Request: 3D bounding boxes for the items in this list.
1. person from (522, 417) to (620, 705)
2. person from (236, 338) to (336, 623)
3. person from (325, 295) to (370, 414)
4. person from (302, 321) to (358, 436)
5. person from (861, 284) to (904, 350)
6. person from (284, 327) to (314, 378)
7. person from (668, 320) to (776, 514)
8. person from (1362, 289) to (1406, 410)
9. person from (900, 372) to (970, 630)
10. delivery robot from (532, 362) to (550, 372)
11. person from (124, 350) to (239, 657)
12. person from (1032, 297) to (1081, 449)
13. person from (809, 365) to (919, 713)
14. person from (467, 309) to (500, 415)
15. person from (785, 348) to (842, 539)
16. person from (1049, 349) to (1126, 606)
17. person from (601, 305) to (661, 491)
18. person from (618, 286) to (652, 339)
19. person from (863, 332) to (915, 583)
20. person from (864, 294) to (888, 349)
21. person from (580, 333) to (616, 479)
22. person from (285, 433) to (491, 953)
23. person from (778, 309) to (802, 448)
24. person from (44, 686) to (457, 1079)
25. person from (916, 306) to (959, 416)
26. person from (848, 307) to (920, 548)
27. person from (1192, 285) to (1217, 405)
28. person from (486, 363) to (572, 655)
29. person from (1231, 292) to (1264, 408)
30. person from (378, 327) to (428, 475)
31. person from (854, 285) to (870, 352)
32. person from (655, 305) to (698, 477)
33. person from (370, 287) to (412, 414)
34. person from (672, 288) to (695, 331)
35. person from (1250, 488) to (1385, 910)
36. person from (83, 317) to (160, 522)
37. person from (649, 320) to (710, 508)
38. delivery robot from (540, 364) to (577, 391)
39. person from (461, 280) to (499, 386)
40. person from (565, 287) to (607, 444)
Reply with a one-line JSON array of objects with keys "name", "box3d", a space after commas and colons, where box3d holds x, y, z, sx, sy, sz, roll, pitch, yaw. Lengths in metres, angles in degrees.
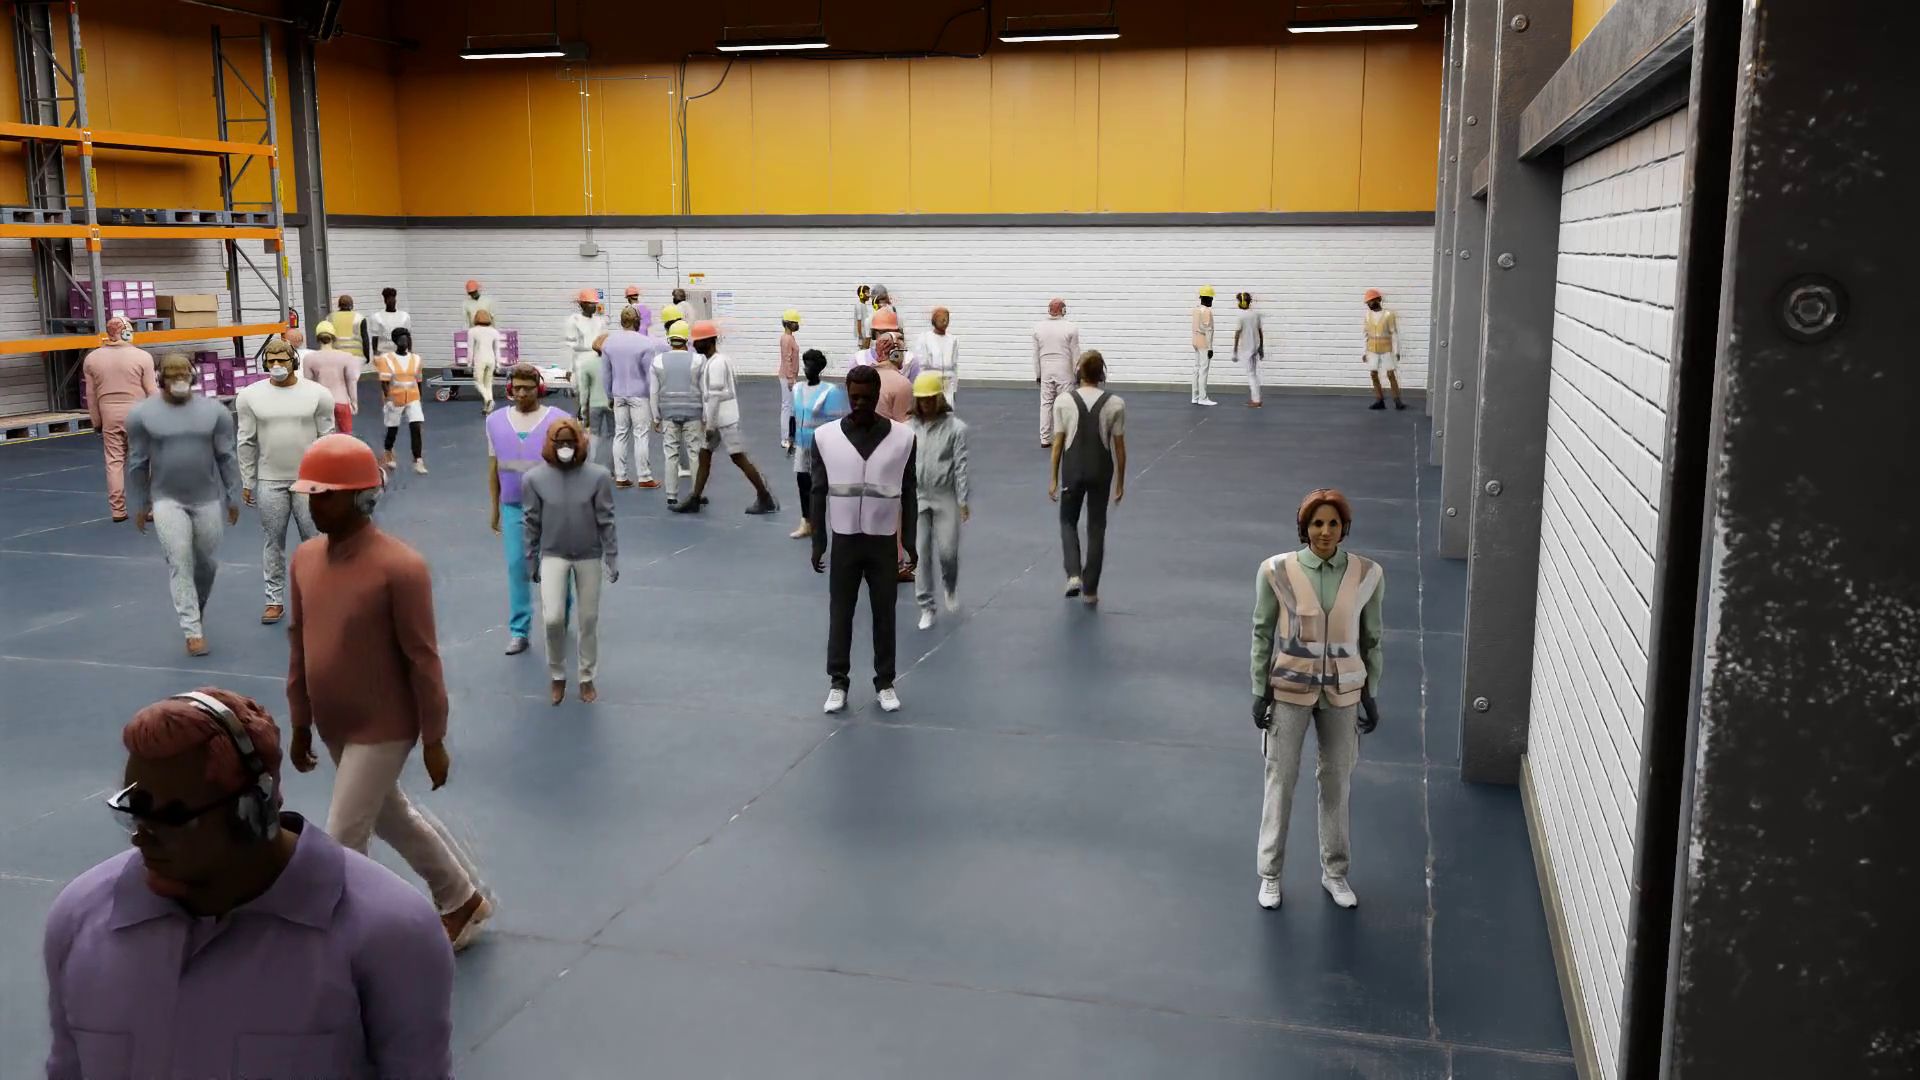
[{"name": "person", "box3d": [-2.155, 0.125, 9.248, 0.509, 1.618, 0.449, -3, 10, -14]}, {"name": "person", "box3d": [-4.557, -0.401, 11.309, 0.635, 1.937, 0.352, -3, 10, -17]}, {"name": "person", "box3d": [-9.379, -2.849, 25.573, 0.626, 1.793, 0.942, -1, 10, -7]}, {"name": "person", "box3d": [-6.772, -1.477, 17.901, 0.544, 1.753, 0.364, -3, 11, -18]}, {"name": "person", "box3d": [-1.237, -2.841, 24.839, 1.003, 2.000, 0.703, 7, 12, 35]}, {"name": "person", "box3d": [-7.634, -1.640, 19.200, 0.520, 1.620, 0.550, -3, 10, -15]}, {"name": "person", "box3d": [-2.254, -1.159, 15.841, 1.016, 1.870, 0.579, -2, 10, -12]}, {"name": "person", "box3d": [6.620, -2.953, 25.927, 0.752, 1.881, 0.438, 9, 13, 41]}, {"name": "person", "box3d": [-0.173, -0.275, 11.175, 0.506, 1.726, 0.445, 1, 10, 7]}, {"name": "delivery robot", "box3d": [-7.332, -2.832, 28.724, 0.477, 0.478, 0.707, 5, 11, 25]}, {"name": "person", "box3d": [-4.942, -0.260, 10.610, 0.635, 1.913, 0.859, -6, 12, -32]}, {"name": "person", "box3d": [1.241, -2.109, 21.059, 0.643, 1.913, 0.410, 5, 11, 24]}, {"name": "person", "box3d": [-0.527, -0.008, 9.146, 0.597, 1.915, 0.370, -1, 10, -5]}, {"name": "person", "box3d": [-7.128, -2.657, 24.989, 0.508, 1.616, 0.550, -9, 13, -41]}, {"name": "person", "box3d": [-1.233, -0.846, 14.558, 0.554, 1.681, 0.498, 8, 13, 39]}, {"name": "person", "box3d": [0.909, -0.439, 11.835, 0.541, 1.829, 0.416, 0, 10, 3]}, {"name": "person", "box3d": [-3.445, -1.485, 17.445, 0.632, 1.938, 0.359, 4, 11, 21]}, {"name": "person", "box3d": [-5.543, -3.418, 28.597, 0.558, 1.883, 1.007, -7, 12, -36]}, {"name": "person", "box3d": [-0.533, -0.632, 12.710, 0.401, 1.907, 0.648, -8, 13, -39]}, {"name": "person", "box3d": [-1.137, -2.550, 23.662, 0.329, 1.877, 0.508, 8, 13, 39]}, {"name": "person", "box3d": [-3.890, -1.463, 18.239, 0.530, 1.617, 0.372, -1, 10, -8]}, {"name": "person", "box3d": [-1.998, 0.598, 5.639, 0.631, 1.953, 1.026, 7, 12, 33]}, {"name": "person", "box3d": [-2.151, -2.049, 21.131, 0.313, 1.768, 0.522, -1, 10, -5]}, {"name": "person", "box3d": [-1.113, 1.155, 2.610, 0.642, 1.902, 0.399, 0, 10, 3]}, {"name": "person", "box3d": [-0.283, -1.813, 19.529, 0.575, 1.863, 0.839, -4, 11, -23]}, {"name": "person", "box3d": [-0.635, -0.938, 14.046, 0.608, 2.047, 0.366, -2, 10, -10]}, {"name": "person", "box3d": [3.937, -3.137, 26.834, 0.365, 1.927, 0.588, -3, 10, -15]}, {"name": "person", "box3d": [-2.724, -0.221, 10.620, 0.574, 1.826, 0.720, 1, 10, 4]}, {"name": "person", "box3d": [4.579, -3.007, 26.373, 0.559, 1.833, 0.516, -8, 13, -39]}, {"name": "person", "box3d": [-6.317, -1.584, 18.774, 0.519, 1.664, 0.768, -7, 12, -36]}, {"name": "person", "box3d": [-1.726, -3.570, 29.479, 0.315, 1.860, 0.526, 1, 10, 3]}, {"name": "person", "box3d": [-3.178, -1.650, 18.483, 0.655, 1.899, 0.606, 9, 13, 40]}, {"name": "person", "box3d": [-8.482, -2.800, 24.858, 0.614, 1.950, 0.413, -5, 11, -28]}, {"name": "person", "box3d": [-4.851, -3.476, 29.069, 0.457, 1.820, 0.653, 3, 10, 16]}, {"name": "person", "box3d": [1.370, 0.611, 6.424, 0.511, 1.641, 0.307, 0, 10, -1]}, {"name": "person", "box3d": [-7.722, -1.110, 15.429, 0.641, 1.904, 0.401, 0, 10, -2]}, {"name": "person", "box3d": [-2.719, -1.222, 16.256, 0.592, 1.834, 0.404, 0, 10, 1]}, {"name": "delivery robot", "box3d": [-6.843, -2.726, 28.125, 0.707, 0.478, 0.477, 0, 10, 3]}, {"name": "person", "box3d": [-8.799, -3.783, 30.486, 0.671, 1.921, 0.965, -1, 10, -8]}, {"name": "person", "box3d": [-4.771, -2.236, 21.444, 0.428, 2.026, 0.651, 8, 13, 37]}]
